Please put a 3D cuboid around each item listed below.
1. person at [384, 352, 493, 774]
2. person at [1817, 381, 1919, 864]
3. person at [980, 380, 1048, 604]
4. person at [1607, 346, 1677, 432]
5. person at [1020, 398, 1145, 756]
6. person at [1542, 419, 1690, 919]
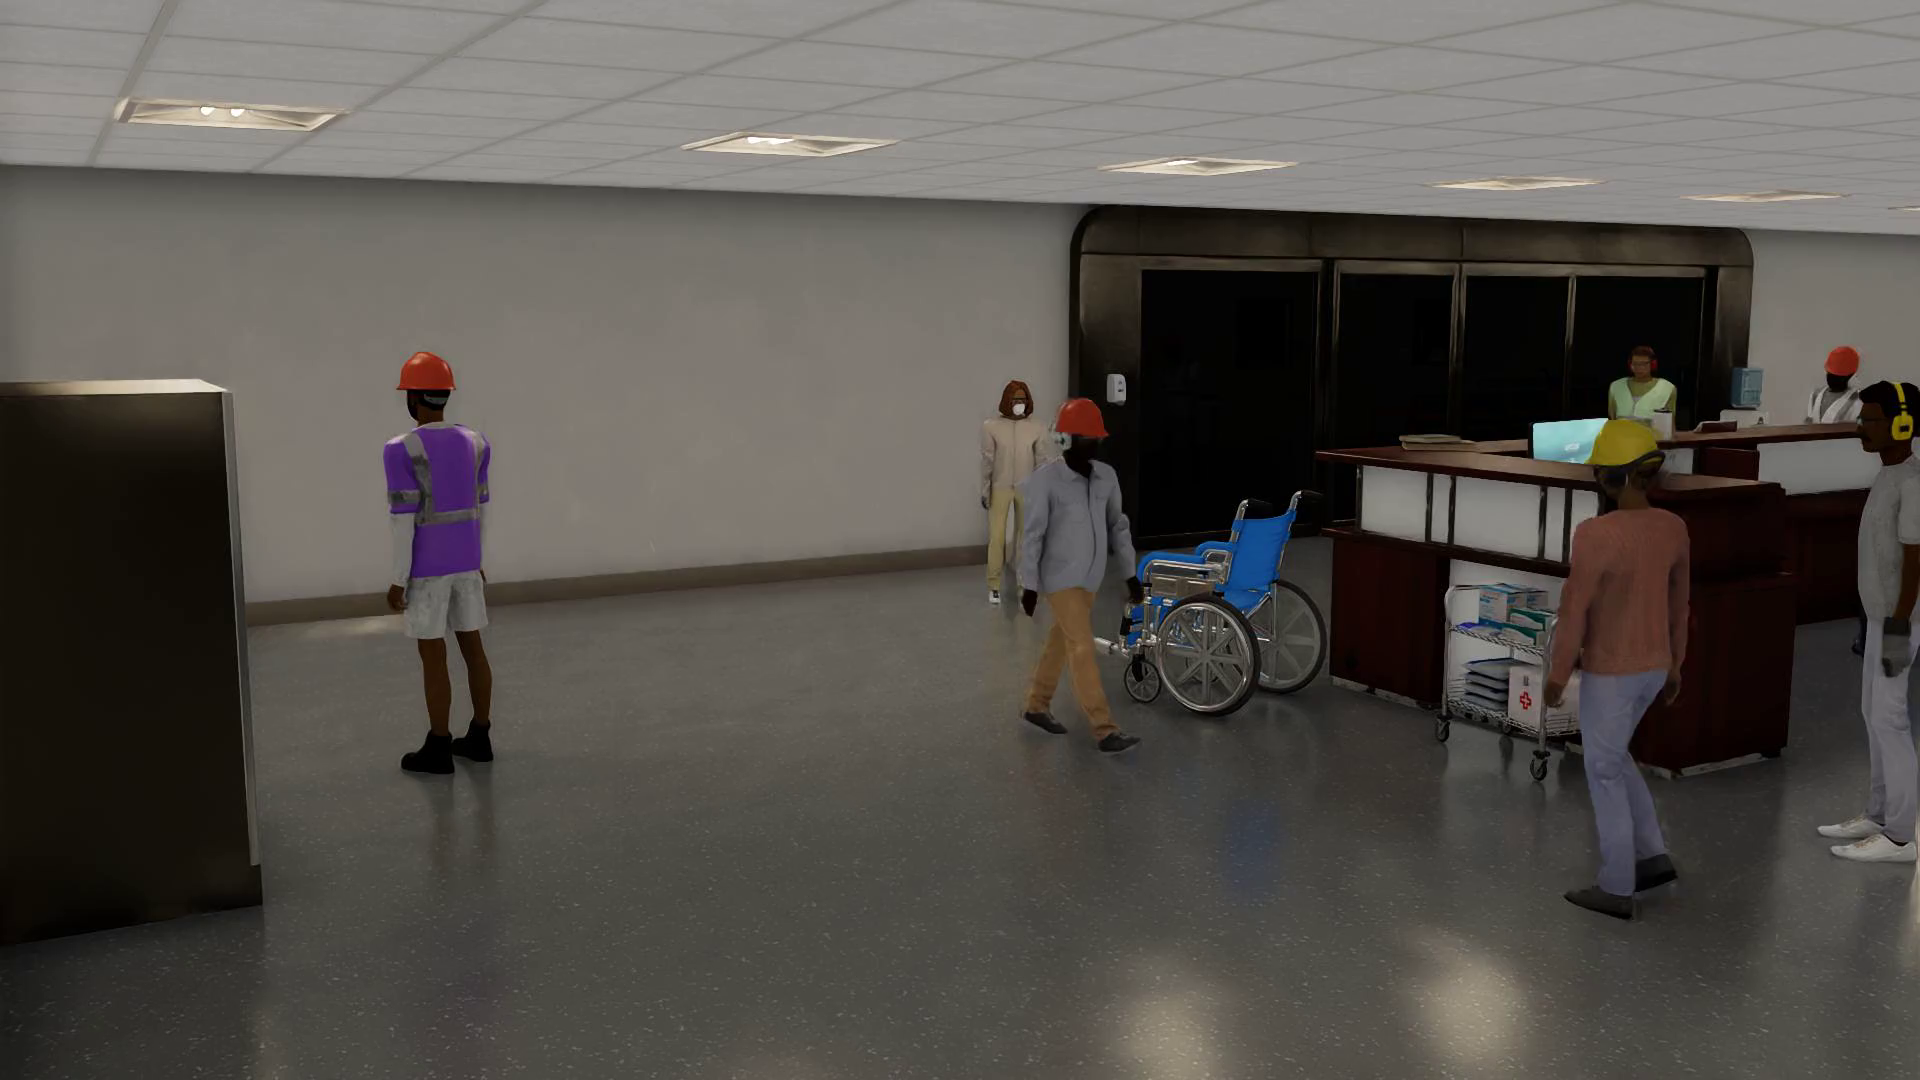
[{"bbox_3d":[-2.414,0.107,7.671,0.373,1.939,0.545,6,10,35],"label":"person"},{"bbox_3d":[3.588,0.317,6.445,0.322,1.861,0.514,3,8,18],"label":"person"},{"bbox_3d":[0.393,-0.342,12.070,0.504,1.627,0.286,-1,8,-10],"label":"person"},{"bbox_3d":[5.860,-0.763,14.387,0.570,1.825,0.458,8,11,44],"label":"person"},{"bbox_3d":[0.590,0.166,8.069,0.580,1.700,0.894,-7,11,-42],"label":"person"},{"bbox_3d":[2.313,0.453,5.862,0.531,1.754,0.385,-5,9,-32],"label":"person"}]
